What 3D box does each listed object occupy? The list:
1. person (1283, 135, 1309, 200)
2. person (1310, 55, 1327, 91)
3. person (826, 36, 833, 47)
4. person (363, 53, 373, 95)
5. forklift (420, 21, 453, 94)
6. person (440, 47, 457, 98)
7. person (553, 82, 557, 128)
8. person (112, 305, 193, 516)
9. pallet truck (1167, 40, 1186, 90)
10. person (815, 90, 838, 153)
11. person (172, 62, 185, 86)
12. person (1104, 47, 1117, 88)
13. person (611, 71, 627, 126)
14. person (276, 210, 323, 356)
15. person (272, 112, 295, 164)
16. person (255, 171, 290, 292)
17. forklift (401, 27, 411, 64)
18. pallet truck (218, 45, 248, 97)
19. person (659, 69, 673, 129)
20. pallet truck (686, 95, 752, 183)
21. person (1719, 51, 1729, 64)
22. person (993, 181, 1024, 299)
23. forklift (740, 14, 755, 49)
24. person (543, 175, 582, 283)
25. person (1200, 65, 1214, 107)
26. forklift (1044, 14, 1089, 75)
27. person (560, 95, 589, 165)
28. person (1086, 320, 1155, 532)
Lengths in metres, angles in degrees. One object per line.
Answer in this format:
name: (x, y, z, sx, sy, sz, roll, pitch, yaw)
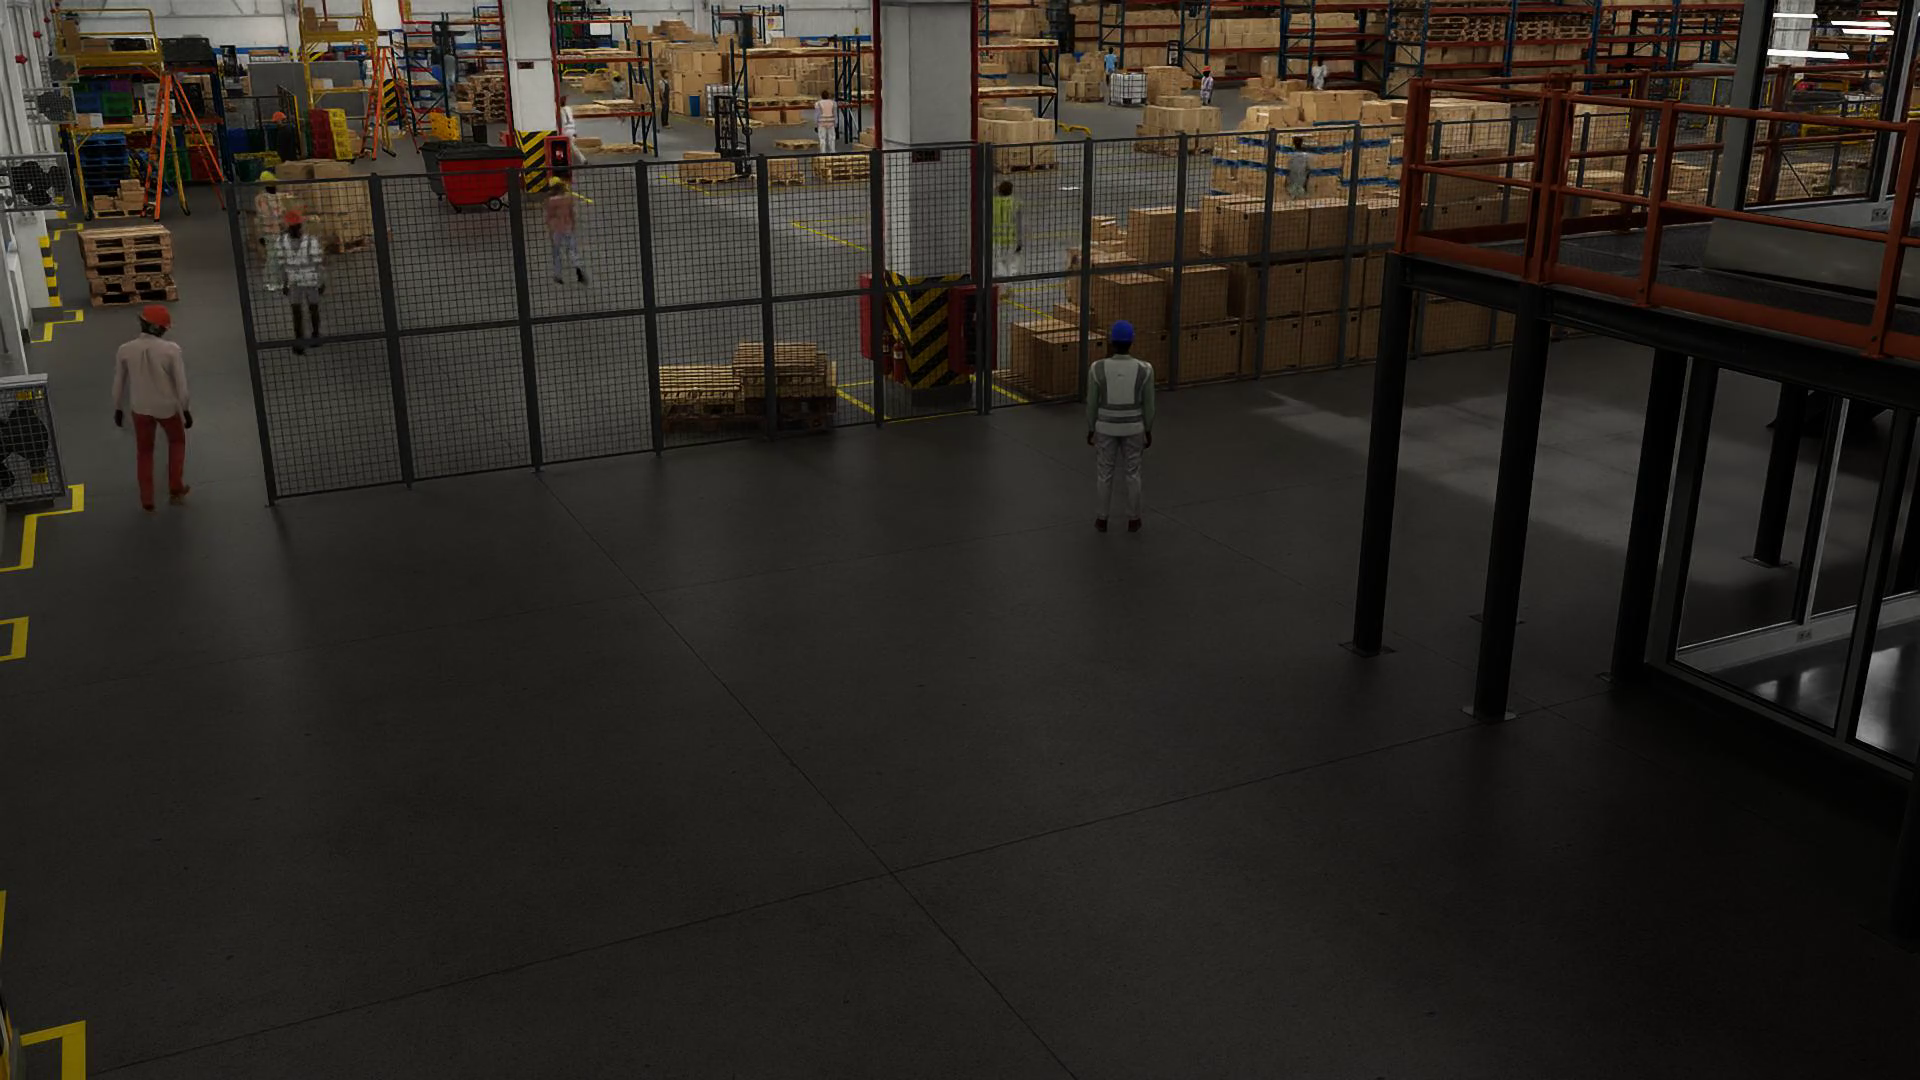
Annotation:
person: (6.494, -6.853, 32.096, 0.521, 1.856, 0.468, -6, 20, -18)
person: (12.831, -16.323, 59.399, 0.736, 1.946, 0.627, -16, 25, -38)
person: (-5.888, -21.998, 75.902, 0.631, 1.904, 0.591, -14, 24, -35)
person: (-23.592, -18.633, 66.553, 0.512, 1.642, 0.312, -9, 21, -25)
forklift: (-21.158, -19.650, 67.631, 1.129, 2.768, 1.873, 13, 23, 33)
person: (-19.980, -18.258, 65.022, 0.637, 1.938, 0.386, -12, 23, -32)
person: (-12.636, -13.450, 51.084, 0.351, 1.936, 0.634, 5, 20, 13)
person: (-7.623, -1.255, 15.734, 0.745, 1.924, 0.849, -2, 19, -7)
pallet truck: (9.045, -19.971, 69.895, 0.823, 1.965, 1.885, -3, 19, -8)
person: (-3.542, -10.944, 43.966, 0.635, 1.840, 0.429, -7, 20, -19)
person: (-30.137, -17.942, 64.184, 0.541, 1.894, 0.983, -3, 19, -7)
person: (6.360, -19.973, 70.354, 0.540, 1.695, 0.317, -1, 19, -3)
person: (-11.015, -14.272, 53.800, 0.505, 1.720, 0.512, -1, 19, -4)
person: (-8.745, -3.420, 22.081, 0.569, 1.882, 0.976, -3, 19, -10)
person: (-14.490, -8.195, 35.774, 0.387, 1.988, 0.608, -2, 19, -5)
person: (-10.860, -4.904, 26.376, 0.437, 1.902, 0.778, 2, 19, 7)
forklift: (-20.467, -17.234, 60.629, 1.873, 2.768, 1.129, 15, 24, 36)
pallet truck: (-28.879, -18.665, 66.111, 0.823, 1.965, 1.885, -3, 19, -9)
person: (-9.389, -14.032, 52.930, 0.341, 1.841, 0.512, 4, 19, 11)
pallet truck: (-5.836, -9.608, 39.856, 0.823, 1.965, 1.885, 10, 22, 27)
person: (31.999, -19.690, 69.693, 0.832, 1.597, 0.512, -8, 21, -22)
person: (0.712, -4.644, 25.727, 0.621, 1.826, 0.442, 6, 20, 17)
forklift: (-9.983, -23.297, 78.204, 1.873, 2.768, 1.129, -9, 21, -25)
person: (-6.426, -4.999, 26.867, 0.520, 1.748, 0.666, -13, 23, -32)
person: (7.853, -14.180, 53.200, 0.359, 1.938, 0.545, -10, 22, -27)
forklift: (5.060, -23.279, 78.151, 1.873, 2.768, 1.129, -9, 21, -25)
person: (-9.915, -10.372, 42.320, 0.954, 1.844, 0.588, 3, 19, 9)
person: (1.445, -1.018, 15.030, 0.618, 1.944, 0.397, 1, 19, 4)
